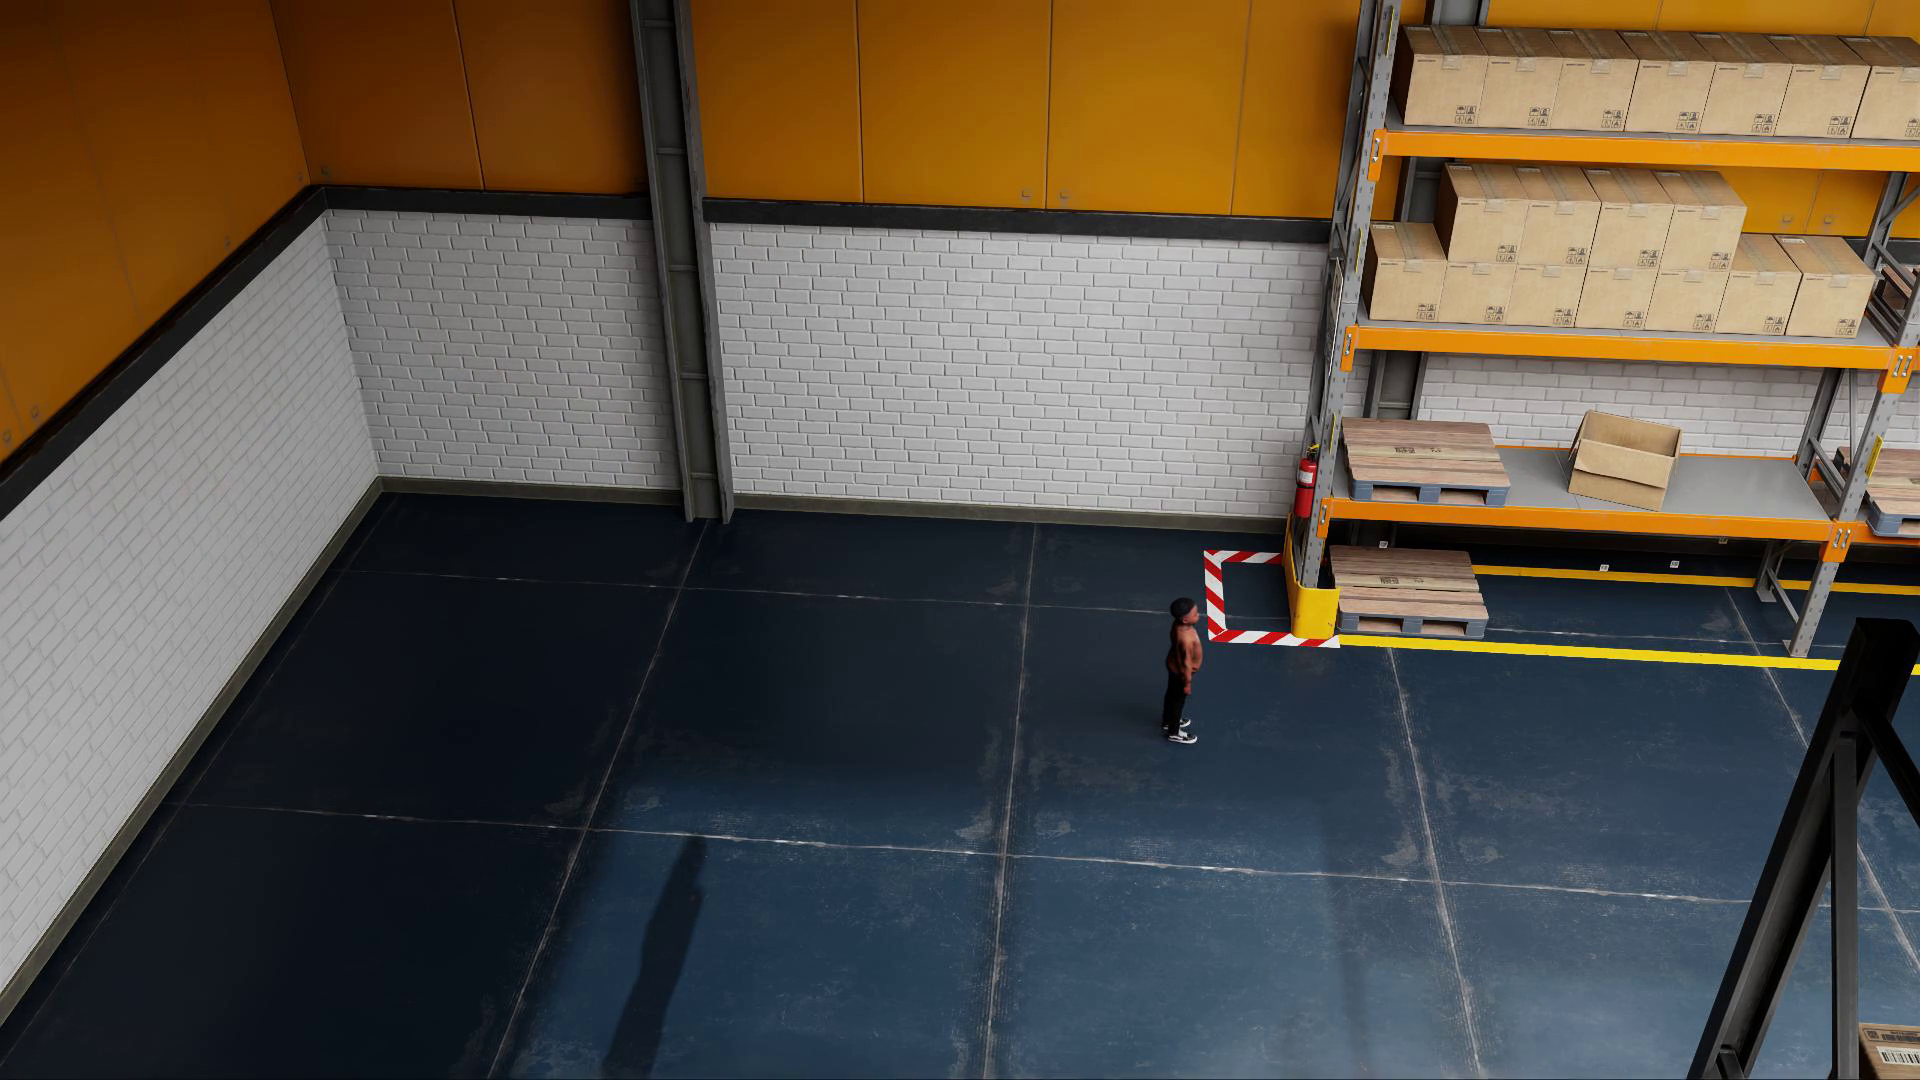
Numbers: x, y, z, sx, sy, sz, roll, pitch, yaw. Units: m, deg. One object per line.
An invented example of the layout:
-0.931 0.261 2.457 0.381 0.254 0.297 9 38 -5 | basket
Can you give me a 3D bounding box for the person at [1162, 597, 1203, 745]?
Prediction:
1.640 0.953 12.428 0.516 1.254 0.547 -2 34 -4 | person
